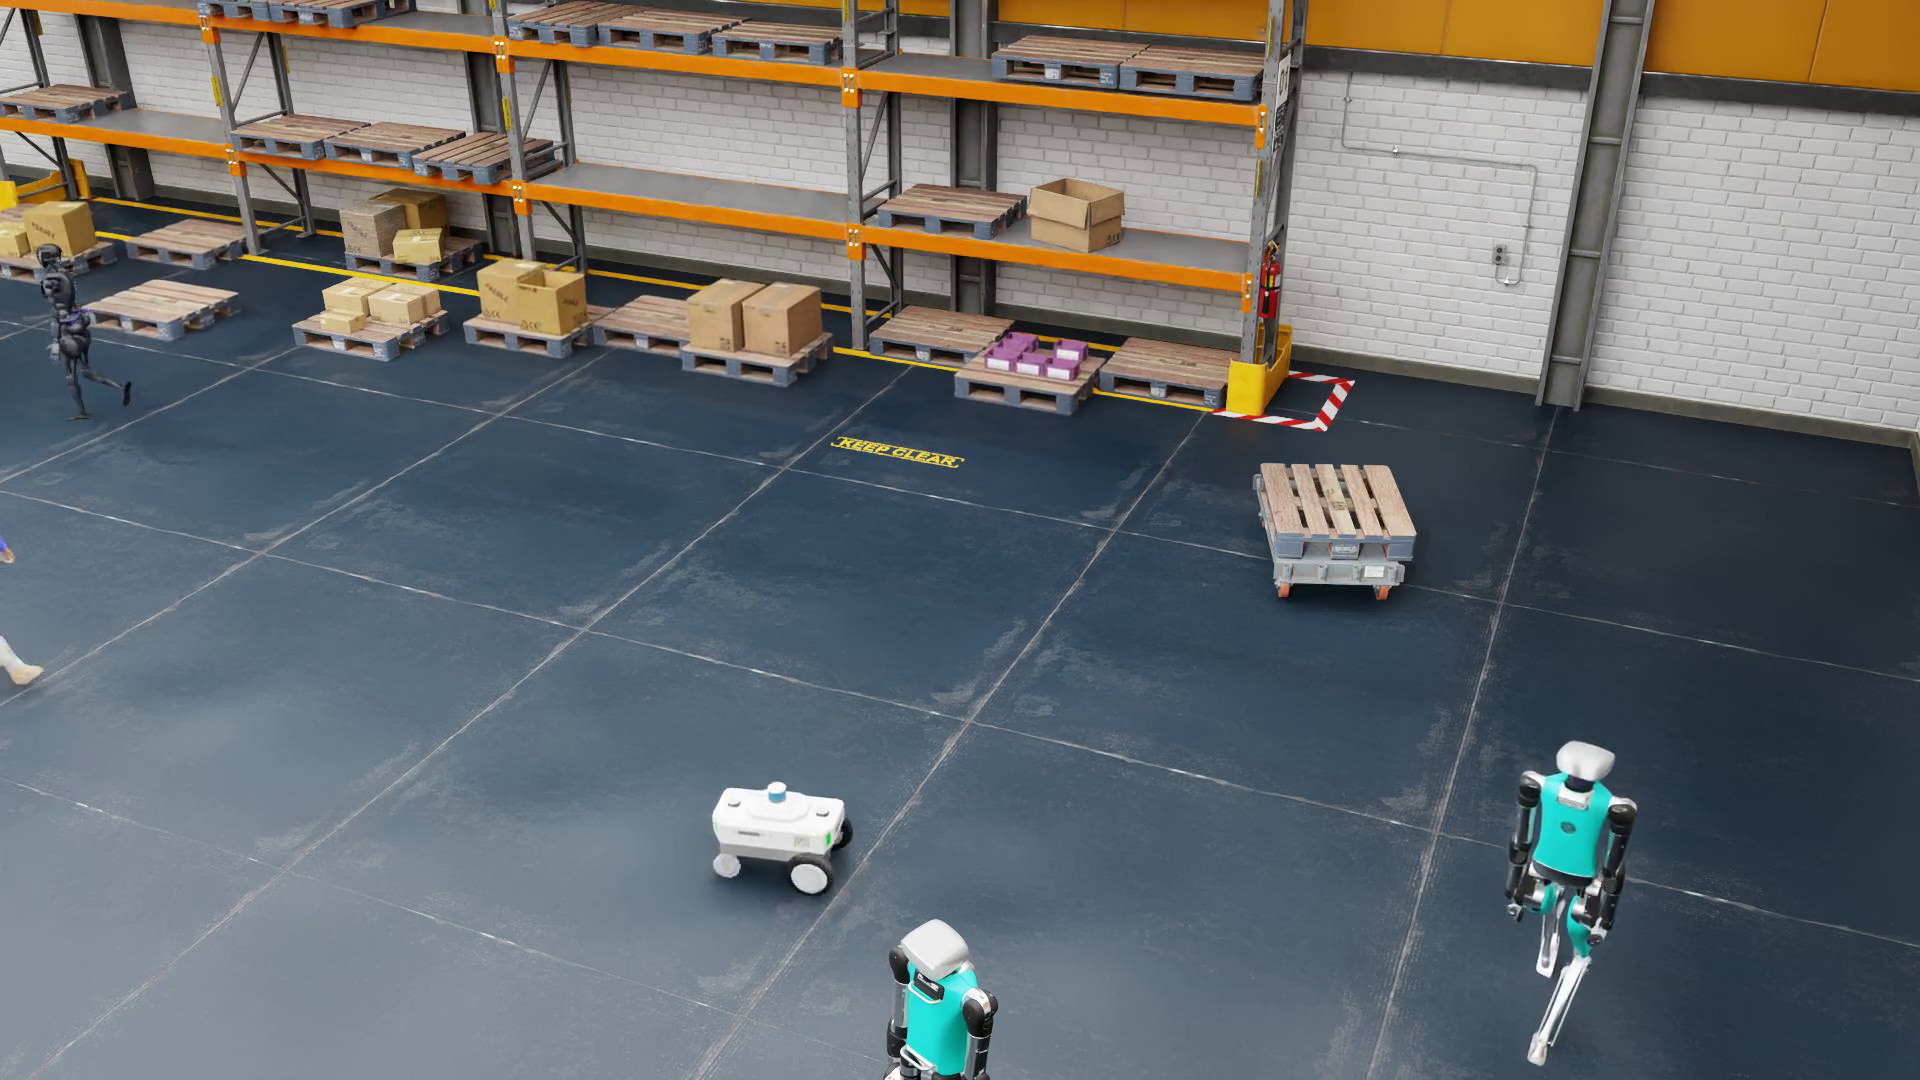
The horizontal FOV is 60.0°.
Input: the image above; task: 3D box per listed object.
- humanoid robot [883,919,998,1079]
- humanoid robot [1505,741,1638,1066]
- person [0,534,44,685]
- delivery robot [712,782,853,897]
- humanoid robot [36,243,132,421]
[{"bbox_3d":[-0.242,2.344,6.640,0.735,1.677,0.533,-24,36,-38],"label":"humanoid robot"},{"bbox_3d":[3.024,1.623,8.202,0.547,1.770,0.956,16,31,28],"label":"humanoid robot"},{"bbox_3d":[-6.577,0.104,11.028,0.937,1.826,0.482,9,29,16],"label":"person"},{"bbox_3d":[-1.024,1.643,9.423,0.772,0.586,0.499,5,28,9],"label":"delivery robot"},{"bbox_3d":[-7.976,-1.880,15.057,0.596,1.641,0.598,-4,28,-8],"label":"humanoid robot"}]
